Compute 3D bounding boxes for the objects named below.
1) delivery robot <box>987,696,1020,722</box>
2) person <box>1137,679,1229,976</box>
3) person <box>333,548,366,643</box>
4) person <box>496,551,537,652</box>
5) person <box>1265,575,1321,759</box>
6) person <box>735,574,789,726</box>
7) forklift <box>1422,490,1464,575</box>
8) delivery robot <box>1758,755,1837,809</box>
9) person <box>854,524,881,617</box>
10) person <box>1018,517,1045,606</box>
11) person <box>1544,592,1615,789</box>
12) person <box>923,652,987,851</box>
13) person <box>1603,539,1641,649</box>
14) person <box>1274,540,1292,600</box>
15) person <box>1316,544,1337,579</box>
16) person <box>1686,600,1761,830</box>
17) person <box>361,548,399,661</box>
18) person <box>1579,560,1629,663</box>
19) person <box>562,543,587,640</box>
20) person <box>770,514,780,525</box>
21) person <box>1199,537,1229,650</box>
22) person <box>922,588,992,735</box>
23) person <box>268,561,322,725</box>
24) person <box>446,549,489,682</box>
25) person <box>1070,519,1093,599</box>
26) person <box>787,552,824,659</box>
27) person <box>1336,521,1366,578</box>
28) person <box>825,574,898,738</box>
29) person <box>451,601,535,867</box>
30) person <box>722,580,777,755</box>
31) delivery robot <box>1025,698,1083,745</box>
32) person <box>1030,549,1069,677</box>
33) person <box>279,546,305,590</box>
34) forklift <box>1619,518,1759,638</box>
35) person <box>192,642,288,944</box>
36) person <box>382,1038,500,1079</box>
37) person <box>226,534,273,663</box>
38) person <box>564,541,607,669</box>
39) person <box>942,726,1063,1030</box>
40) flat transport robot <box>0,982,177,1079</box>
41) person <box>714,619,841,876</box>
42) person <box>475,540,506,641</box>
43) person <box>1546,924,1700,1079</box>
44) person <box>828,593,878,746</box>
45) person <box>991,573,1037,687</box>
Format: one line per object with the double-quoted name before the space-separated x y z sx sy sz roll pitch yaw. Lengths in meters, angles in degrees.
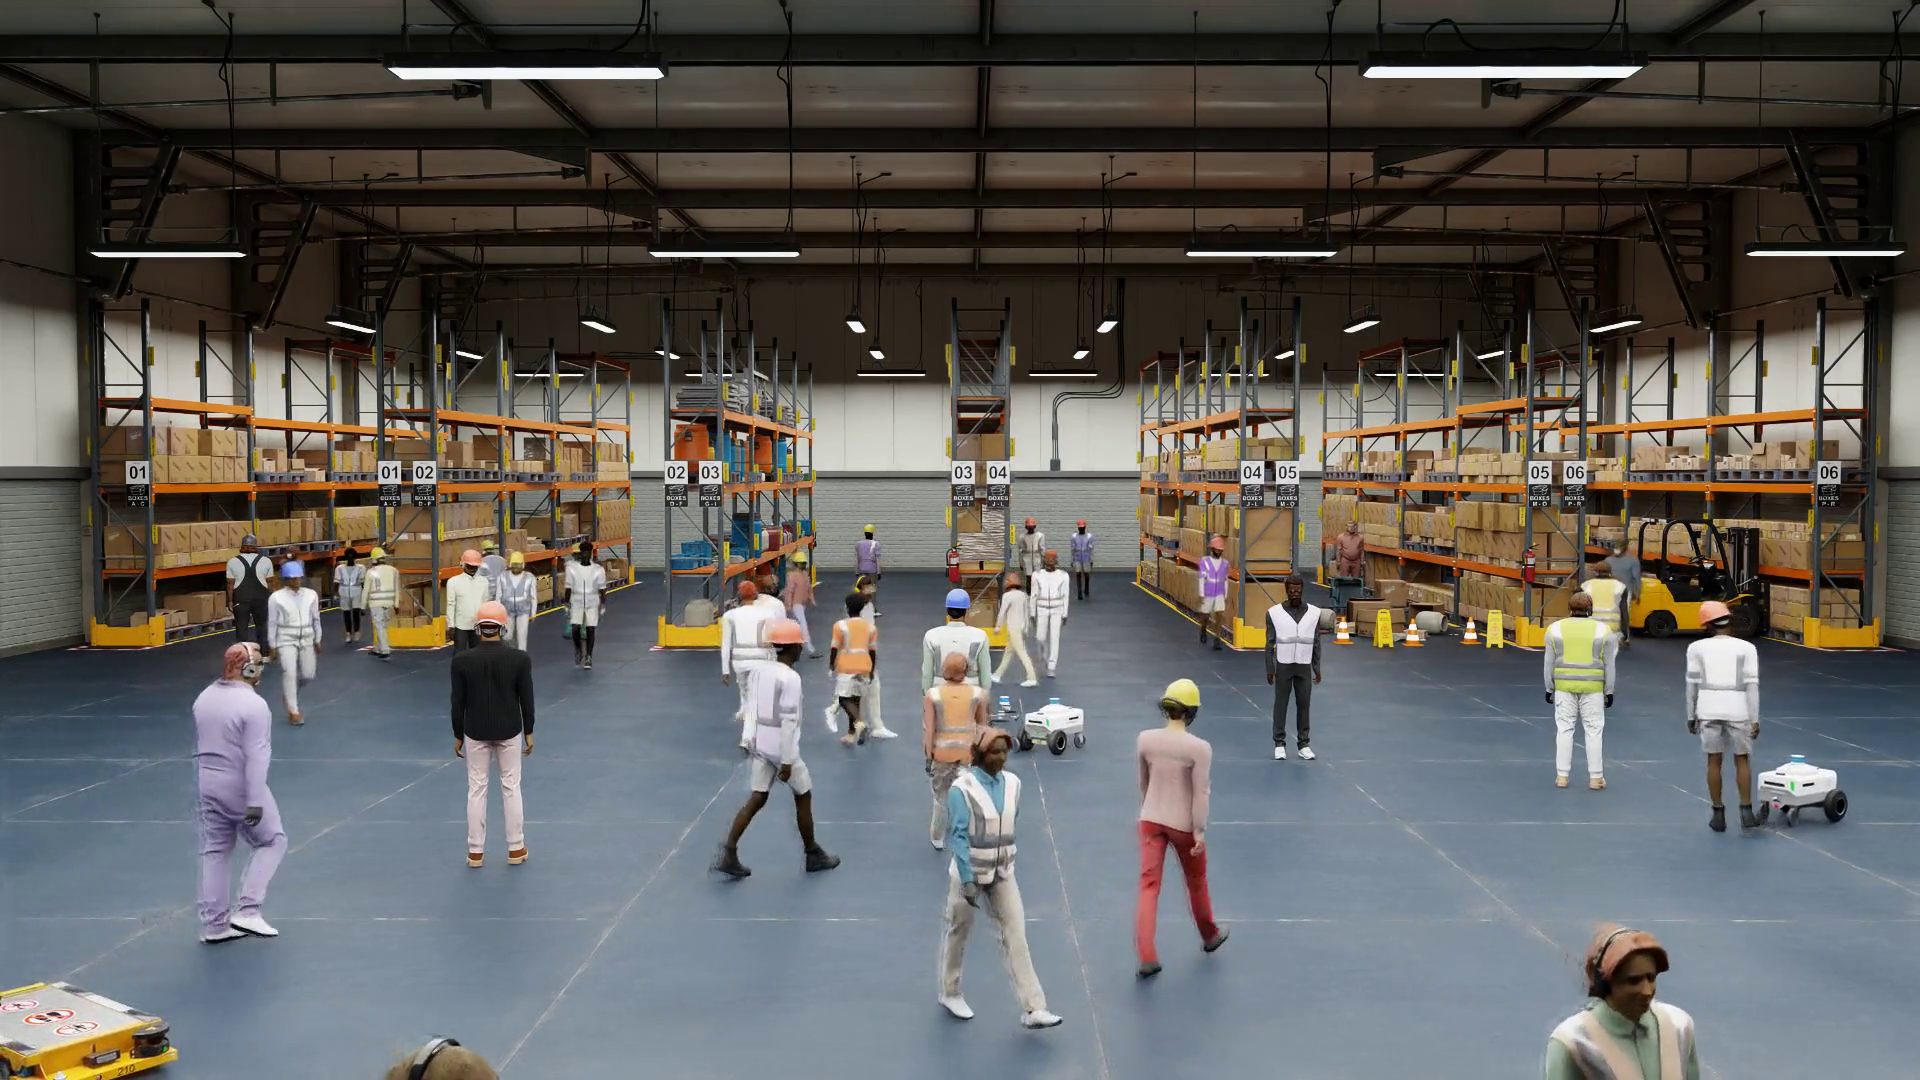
"delivery robot" 0.479 1.807 17.462 0.335 0.223 0.698 0 2 8
"person" 1.322 1.696 9.728 0.531 1.719 0.906 1 3 33
"person" -10.665 0.984 28.206 0.547 1.665 0.789 -1 2 -13
"person" -6.647 1.066 24.217 0.611 1.821 0.488 0 2 -9
"person" 3.469 1.318 16.847 0.588 1.913 0.377 0 2 -6
"person" -2.249 1.290 18.733 0.890 1.812 0.628 -2 3 -38
"forklift" 13.926 -0.371 47.846 1.873 2.768 1.129 0 2 0
"delivery robot" 7.145 2.079 13.777 0.707 0.478 0.477 -2 3 -33
"person" -1.915 0.637 33.744 0.588 1.928 0.384 1 2 23
"person" 1.628 0.477 36.588 0.630 2.020 0.479 0 2 -5
"person" 5.861 1.414 15.281 0.634 1.839 0.429 1 3 25
"person" -0.034 1.655 12.381 0.516 1.585 0.885 0 2 -9
"person" 11.054 0.924 27.122 1.037 1.881 0.654 -2 3 -44
"person" 7.480 0.483 37.650 0.594 1.924 0.382 0 2 12
"person" 10.303 0.236 44.512 1.029 1.894 0.634 0 2 1
"person" 6.382 1.457 13.538 0.569 1.890 0.525 1 3 30
"person" -9.278 1.020 25.766 0.769 1.800 0.614 2 3 33
"person" 8.660 1.175 21.756 0.636 1.811 0.858 1 2 21
"person" -6.823 0.929 28.779 0.551 1.721 0.870 0 2 5
"person" -5.519 0.149 47.126 0.535 1.846 0.762 0 2 -5
"person" 4.300 0.896 27.496 0.561 1.909 0.746 0 2 -7
"person" -0.026 1.402 14.249 0.616 1.945 0.399 0 2 3
"person" -7.952 1.208 19.239 0.594 1.934 0.622 2 3 44
"person" -6.380 1.113 21.020 0.399 1.991 0.636 2 3 42
"person" 2.903 0.450 38.493 0.548 1.925 0.465 0 2 7
"person" -2.584 1.047 26.038 0.911 1.722 0.525 1 3 25
"person" 8.997 0.519 37.126 0.693 1.899 0.397 0 2 3
"person" -1.135 1.302 18.130 0.772 1.845 0.550 1 2 24
"person" -3.537 1.458 12.242 0.612 1.995 0.376 -1 2 -13
"person" -2.257 1.348 17.185 0.569 1.838 0.999 0 2 7
"delivery robot" 1.014 1.941 17.326 0.477 0.478 0.707 2 3 38
"person" 1.324 1.066 23.811 0.573 1.870 0.548 0 2 7
"person" -12.660 0.918 30.490 0.530 1.604 0.695 0 2 1
"forklift" 13.417 0.684 29.791 2.313 2.155 1.214 0 2 0
"person" -4.564 1.593 10.219 0.664 1.891 0.469 1 3 27
"person" -0.973 1.877 3.054 0.925 1.898 0.647 1 2 18
"person" -11.159 0.936 25.357 0.684 2.000 0.536 -1 3 -28
"person" -5.681 0.993 24.484 0.652 1.945 0.573 0 2 -11
"person" 0.174 1.798 8.575 0.514 1.594 0.857 -2 3 -37
"flat transport robot" -4.651 2.491 8.163 1.431 0.197 0.652 2 3 36
"person" -1.383 1.530 11.891 0.987 1.892 0.559 -2 3 -36
"person" -8.230 0.912 28.362 0.501 1.805 0.668 2 3 44
"person" 1.944 1.936 4.781 0.536 1.625 0.484 -1 2 -20
"person" -1.101 1.414 17.369 0.573 1.666 0.672 -1 3 -30
"person" 0.739 1.251 22.588 0.871 1.571 0.493 1 3 32
